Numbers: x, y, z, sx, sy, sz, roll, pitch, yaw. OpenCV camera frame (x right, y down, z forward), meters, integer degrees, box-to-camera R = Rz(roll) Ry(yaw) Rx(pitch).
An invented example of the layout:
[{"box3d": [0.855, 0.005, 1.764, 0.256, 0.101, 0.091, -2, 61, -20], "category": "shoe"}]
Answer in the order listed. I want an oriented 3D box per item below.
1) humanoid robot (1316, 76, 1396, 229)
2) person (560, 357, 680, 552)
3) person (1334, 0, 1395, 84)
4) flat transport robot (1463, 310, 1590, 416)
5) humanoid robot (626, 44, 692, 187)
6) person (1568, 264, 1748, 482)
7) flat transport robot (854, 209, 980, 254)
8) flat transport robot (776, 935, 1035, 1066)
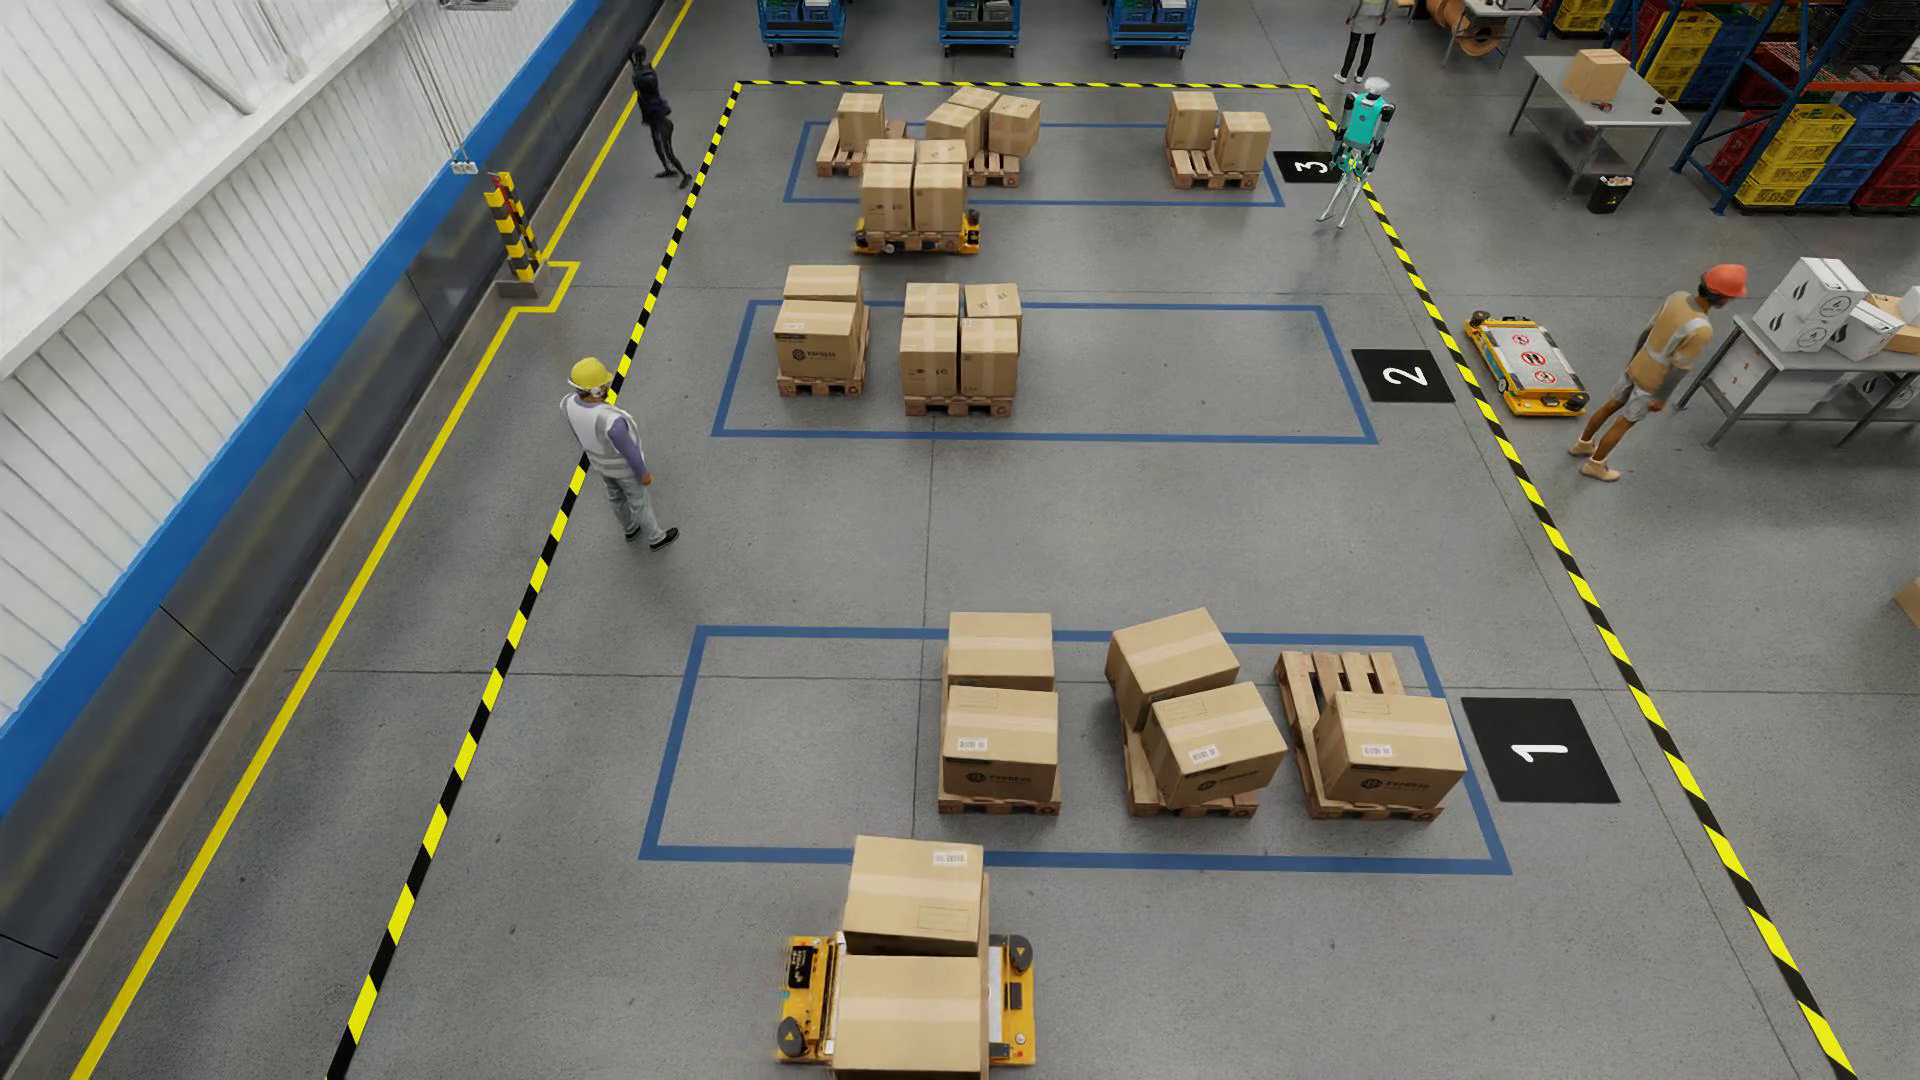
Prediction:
[{"box3d": [4.483, -4.353, 10.241, 0.533, 1.676, 0.735, 33, 57, 25], "category": "humanoid robot"}, {"box3d": [-2.622, -0.623, 7.045, 0.588, 1.822, 0.403, 24, 53, 19], "category": "person"}, {"box3d": [5.762, -7.427, 12.914, 0.594, 1.852, 0.366, -2, 49, -1], "category": "person"}, {"box3d": [5.573, -1.757, 9.054, 0.659, 0.231, 1.431, 1, 49, 1], "category": "flat transport robot"}, {"box3d": [-3.636, -5.107, 11.016, 0.381, 1.637, 0.583, -36, 58, -27], "category": "humanoid robot"}, {"box3d": [5.710, -1.361, 7.542, 0.391, 2.039, 0.606, 6, 49, 5], "category": "person"}, {"box3d": [-0.484, -3.589, 10.621, 1.431, 0.197, 0.652, 1, 49, 1], "category": "flat transport robot"}, {"box3d": [-0.292, 2.615, 5.252, 1.431, 0.197, 0.652, 1, 49, 1], "category": "flat transport robot"}]
